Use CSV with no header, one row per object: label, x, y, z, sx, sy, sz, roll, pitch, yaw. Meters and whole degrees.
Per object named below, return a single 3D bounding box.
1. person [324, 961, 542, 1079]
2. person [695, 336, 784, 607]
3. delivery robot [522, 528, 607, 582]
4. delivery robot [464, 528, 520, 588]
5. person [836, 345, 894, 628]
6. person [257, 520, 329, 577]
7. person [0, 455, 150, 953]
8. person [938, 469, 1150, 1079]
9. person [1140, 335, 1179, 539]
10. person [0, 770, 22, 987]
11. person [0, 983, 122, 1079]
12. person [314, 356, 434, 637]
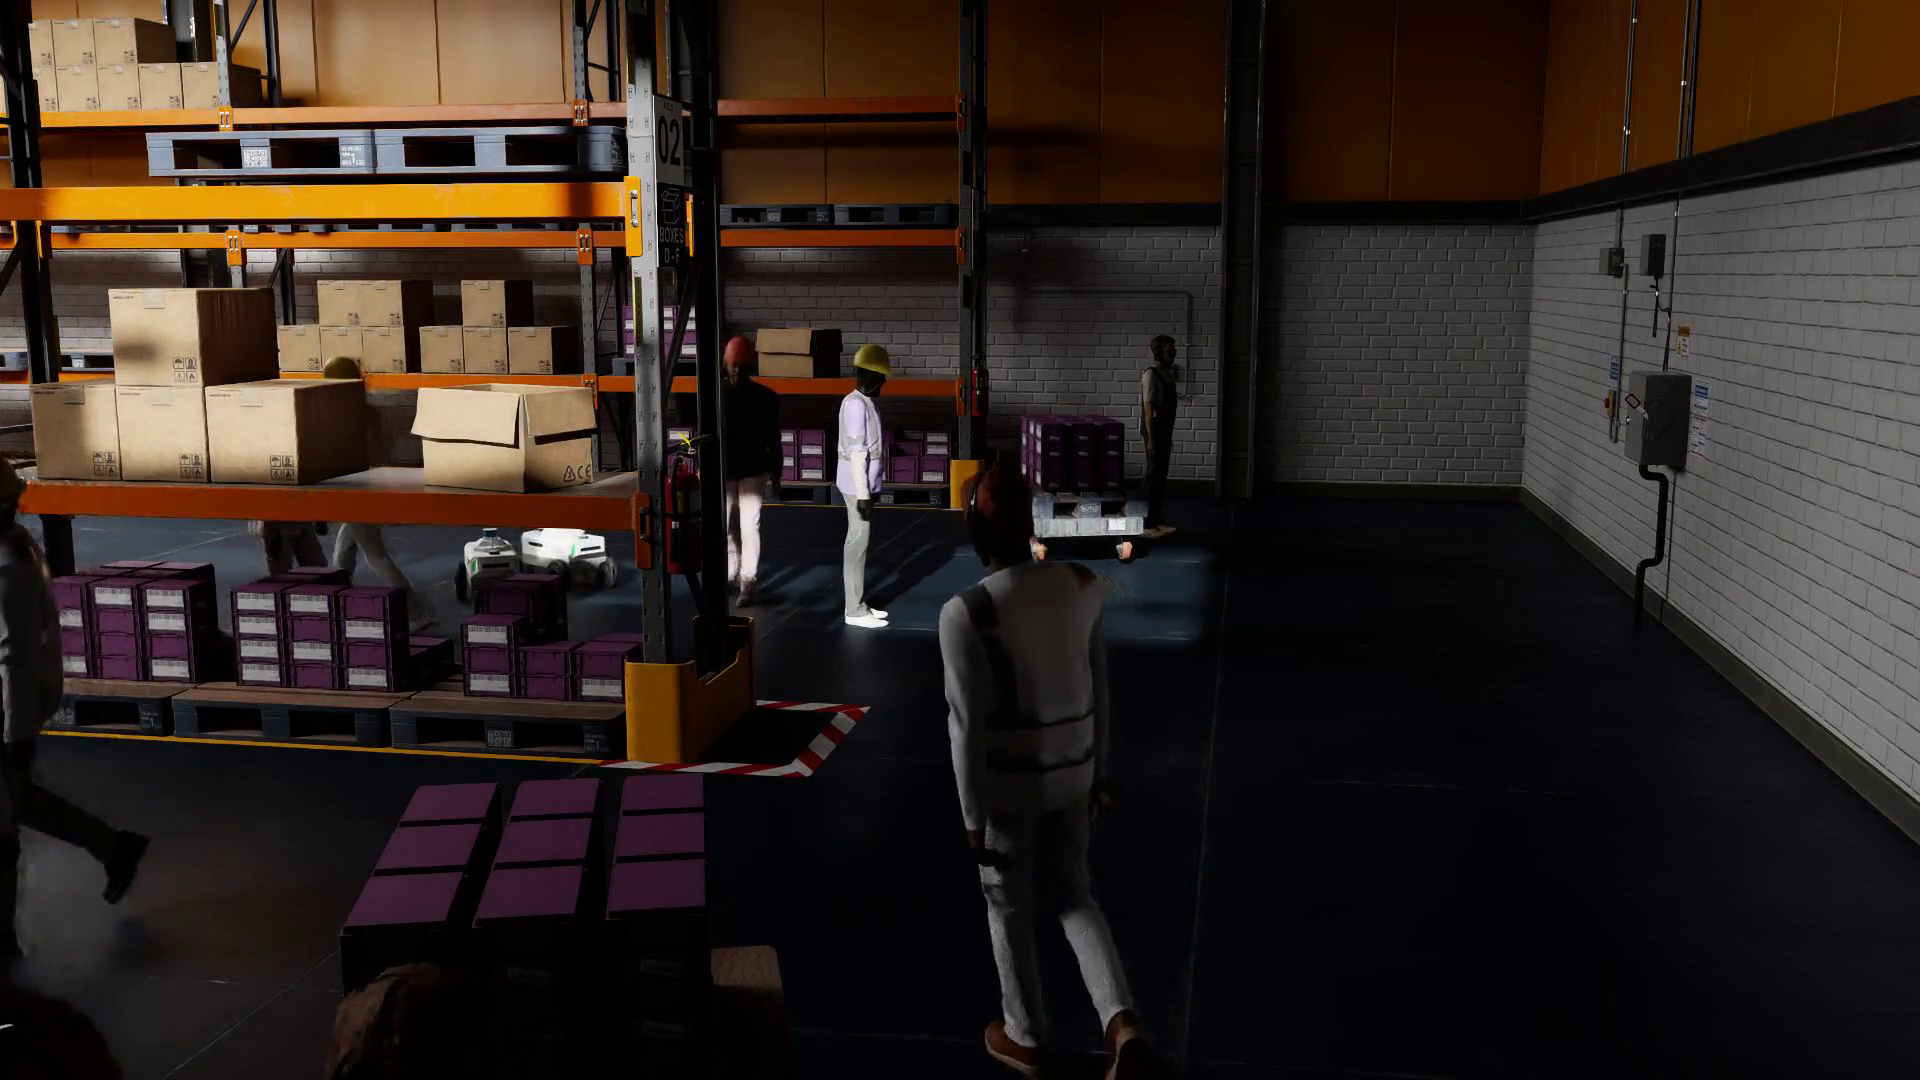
person,-0.610,1.293,2.059,0.850,1.587,0.514,3,10,17
person,-1.587,-0.499,12.026,0.638,1.963,0.665,1,9,6
delivery robot,-3.013,0.056,12.640,0.707,0.478,0.477,8,12,42
delivery robot,-3.385,0.157,12.015,0.477,0.478,0.707,-3,10,-20
person,-0.644,-0.370,11.359,0.394,1.919,0.588,0,9,1
person,-4.095,-0.033,10.173,0.360,1.626,0.536,2,9,13
person,-3.327,0.562,5.892,0.685,1.814,0.601,-6,11,-32
person,0.240,0.722,4.761,0.612,1.861,0.659,-5,10,-28
person,1.816,-0.938,15.106,0.331,1.844,0.519,4,10,25
person,-2.933,0.781,4.642,0.692,1.785,0.453,5,10,27
person,-0.718,1.258,1.296,0.637,1.910,0.403,3,10,20
person,-3.945,-0.277,10.954,1.018,1.873,0.598,1,9,9
